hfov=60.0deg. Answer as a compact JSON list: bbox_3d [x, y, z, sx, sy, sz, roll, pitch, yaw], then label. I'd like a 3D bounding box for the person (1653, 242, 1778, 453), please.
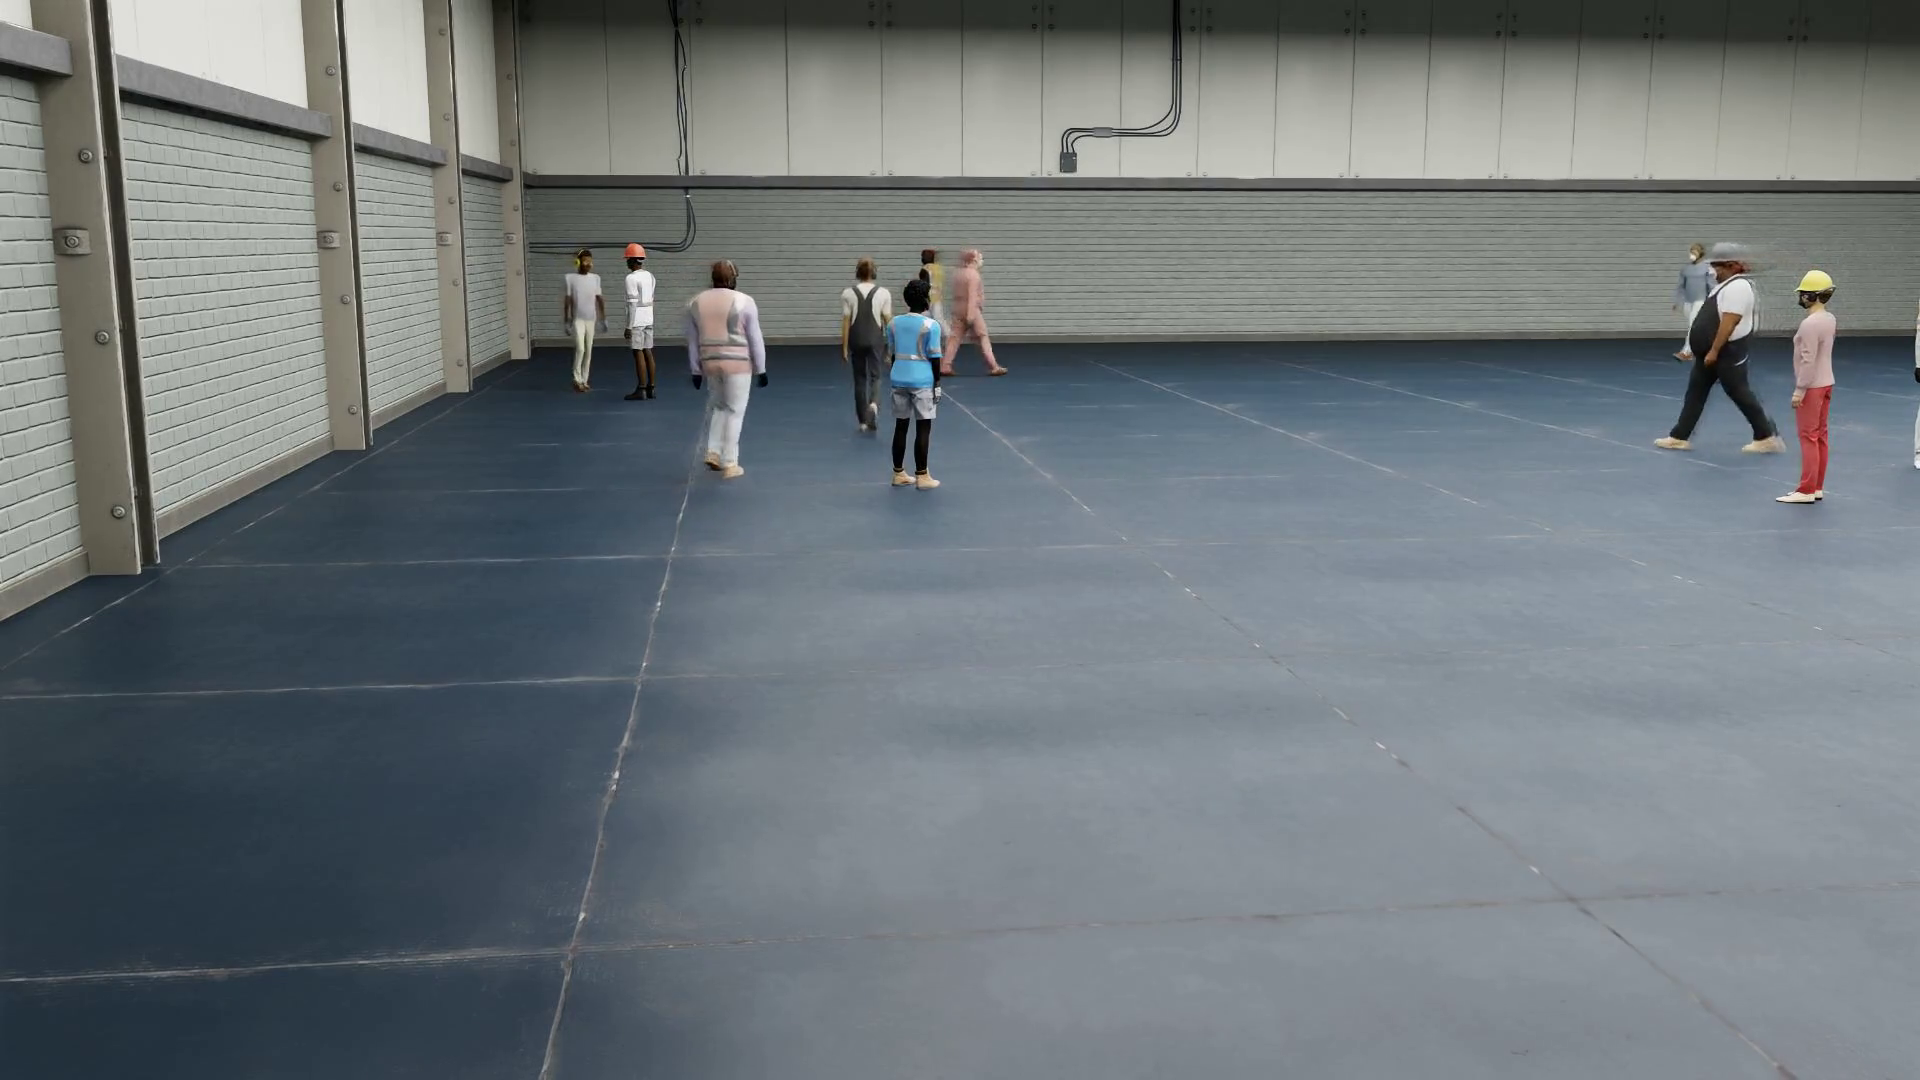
[{"bbox_3d":[7.226,-1.840,15.660,1.041,2.000,0.686,1,10,8],"label":"person"}]

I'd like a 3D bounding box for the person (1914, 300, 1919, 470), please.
[{"bbox_3d":[8.600,-1.560,14.434,0.594,1.926,0.366,0,10,1],"label":"person"}]

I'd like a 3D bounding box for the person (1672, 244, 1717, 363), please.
[{"bbox_3d":[11.803,-3.817,26.898,0.964,1.894,0.658,-6,12,-28],"label":"person"}]

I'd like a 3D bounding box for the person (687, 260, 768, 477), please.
[{"bbox_3d":[-1.945,-1.438,14.037,0.640,1.826,0.452,5,11,25],"label":"person"}]

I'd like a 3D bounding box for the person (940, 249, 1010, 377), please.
[{"bbox_3d":[0.172,-3.276,24.089,1.046,1.844,0.637,-4,11,-21],"label":"person"}]

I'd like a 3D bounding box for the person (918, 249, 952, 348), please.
[{"bbox_3d":[-0.489,-4.363,30.118,0.875,1.813,0.622,7,12,33],"label":"person"}]

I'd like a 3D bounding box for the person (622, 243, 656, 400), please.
[{"bbox_3d":[-4.003,-2.701,20.658,0.360,1.939,0.543,4,11,19],"label":"person"}]

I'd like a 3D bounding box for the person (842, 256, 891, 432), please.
[{"bbox_3d":[-0.959,-1.993,17.107,0.509,1.830,0.679,0,10,0],"label":"person"}]

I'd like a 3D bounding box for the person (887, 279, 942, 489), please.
[{"bbox_3d":[-0.359,-1.252,13.403,0.530,1.689,0.321,7,13,35],"label":"person"}]

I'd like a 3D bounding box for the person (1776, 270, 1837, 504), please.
[{"bbox_3d":[6.462,-1.156,12.659,0.323,1.769,0.523,10,14,43],"label":"person"}]

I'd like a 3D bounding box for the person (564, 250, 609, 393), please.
[{"bbox_3d":[-4.884,-2.850,21.722,0.519,1.843,0.612,-8,13,-36],"label":"person"}]
